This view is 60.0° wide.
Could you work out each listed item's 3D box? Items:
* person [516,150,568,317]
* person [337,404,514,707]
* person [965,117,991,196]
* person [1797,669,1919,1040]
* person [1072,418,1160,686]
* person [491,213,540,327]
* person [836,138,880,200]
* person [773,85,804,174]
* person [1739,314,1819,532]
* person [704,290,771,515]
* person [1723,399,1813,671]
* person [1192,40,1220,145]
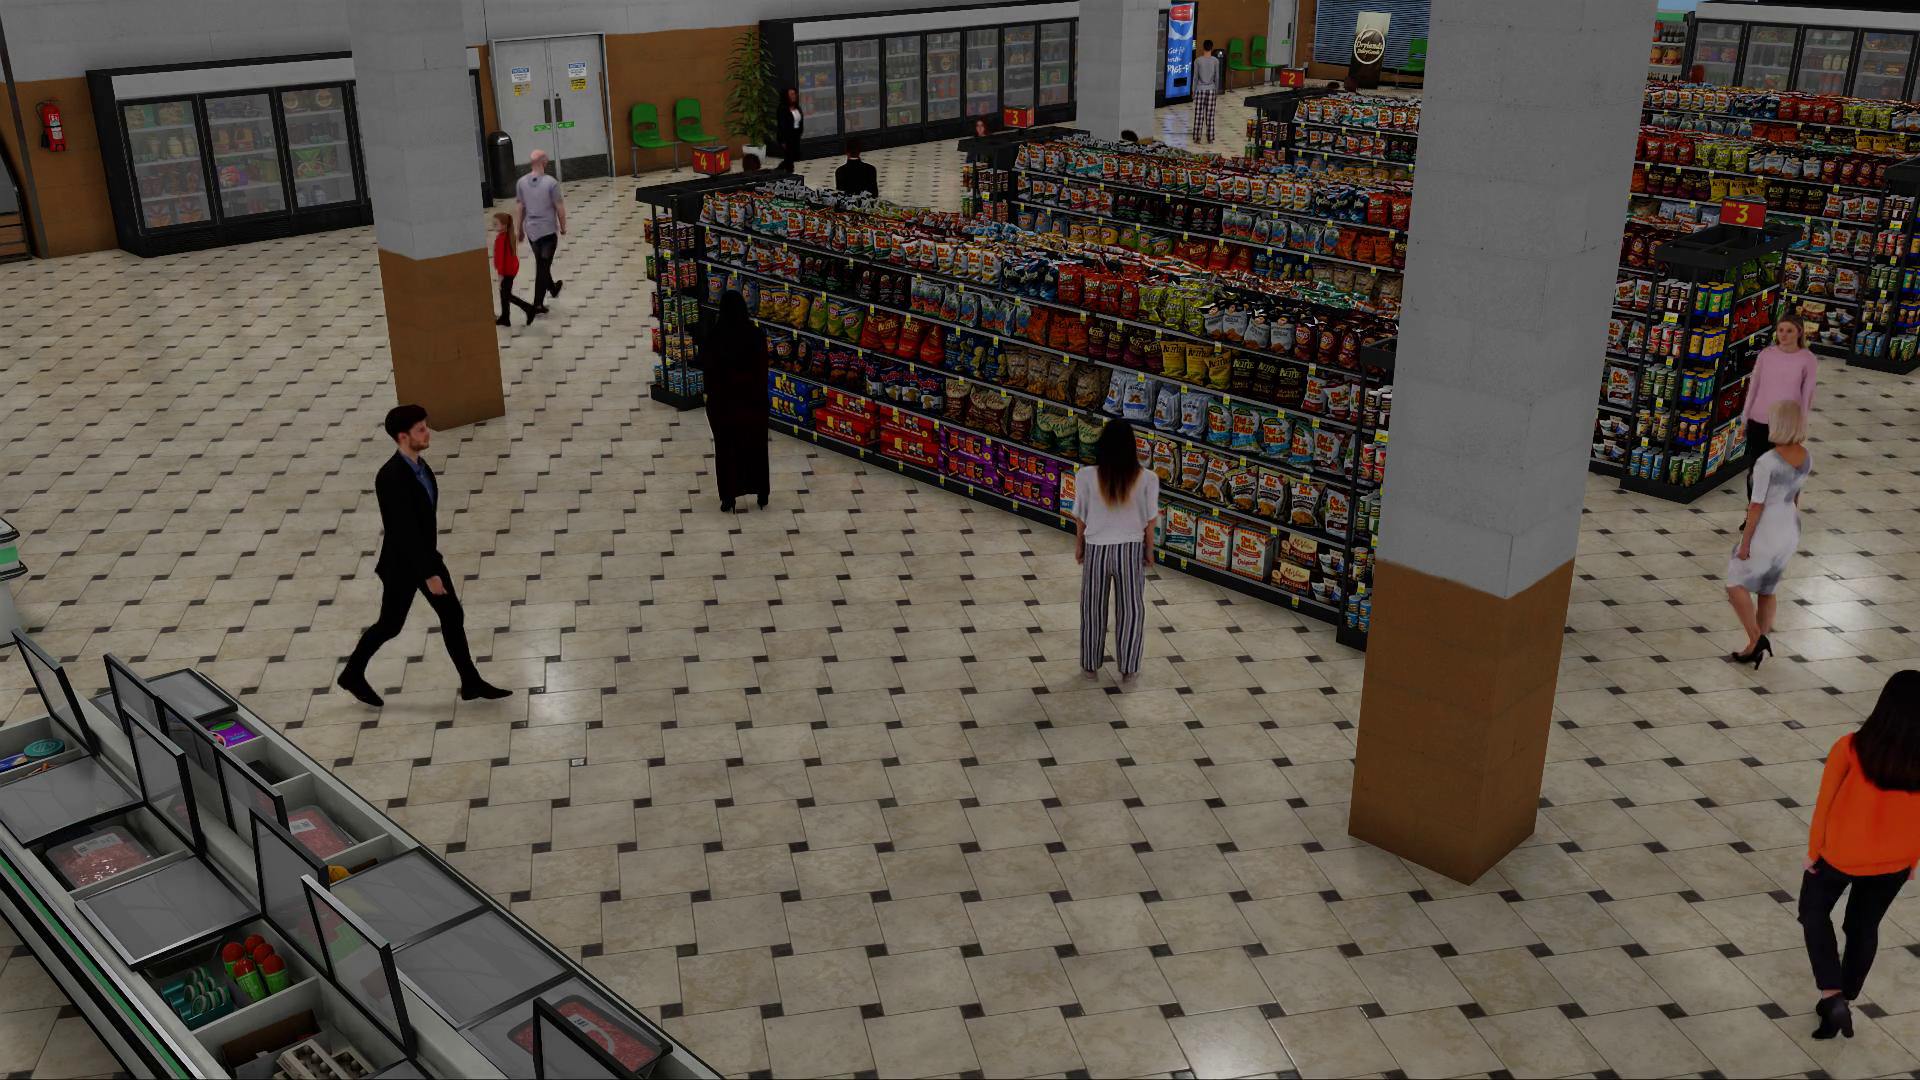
[{"bbox_3d":[-4.699,-3.385,18.544,1.248,1.787,1.144,5,22,11],"label":"person"},{"bbox_3d":[-3.287,0.146,9.677,1.321,1.847,1.178,2,22,6],"label":"person"},{"bbox_3d":[0.311,-4.788,22.171,0.882,1.688,0.919,4,22,10],"label":"person"},{"bbox_3d":[3.725,1.355,6.816,0.825,1.737,0.875,3,22,8],"label":"person"},{"bbox_3d":[0.936,0.071,10.089,0.754,1.679,0.846,4,22,10],"label":"person"},{"bbox_3d":[-4.883,-2.915,18.070,0.823,1.269,0.793,-1,22,-2],"label":"person"},{"bbox_3d":[-1.183,-3.633,19.006,0.760,1.905,0.735,-10,24,-24],"label":"person"},{"bbox_3d":[-2.750,-6.295,26.035,0.921,1.603,0.824,8,23,19],"label":"person"},{"bbox_3d":[6.129,-0.873,12.445,0.568,1.675,0.668,19,28,39],"label":"person"},{"bbox_3d":[-1.700,-1.059,12.797,0.743,1.757,0.732,-9,23,-21],"label":"person"},{"bbox_3d":[4.998,0.014,10.152,0.707,1.738,0.761,-7,23,-17],"label":"person"},{"bbox_3d":[4.501,-8.225,30.510,0.699,1.847,0.756,0,22,-1],"label":"person"}]
